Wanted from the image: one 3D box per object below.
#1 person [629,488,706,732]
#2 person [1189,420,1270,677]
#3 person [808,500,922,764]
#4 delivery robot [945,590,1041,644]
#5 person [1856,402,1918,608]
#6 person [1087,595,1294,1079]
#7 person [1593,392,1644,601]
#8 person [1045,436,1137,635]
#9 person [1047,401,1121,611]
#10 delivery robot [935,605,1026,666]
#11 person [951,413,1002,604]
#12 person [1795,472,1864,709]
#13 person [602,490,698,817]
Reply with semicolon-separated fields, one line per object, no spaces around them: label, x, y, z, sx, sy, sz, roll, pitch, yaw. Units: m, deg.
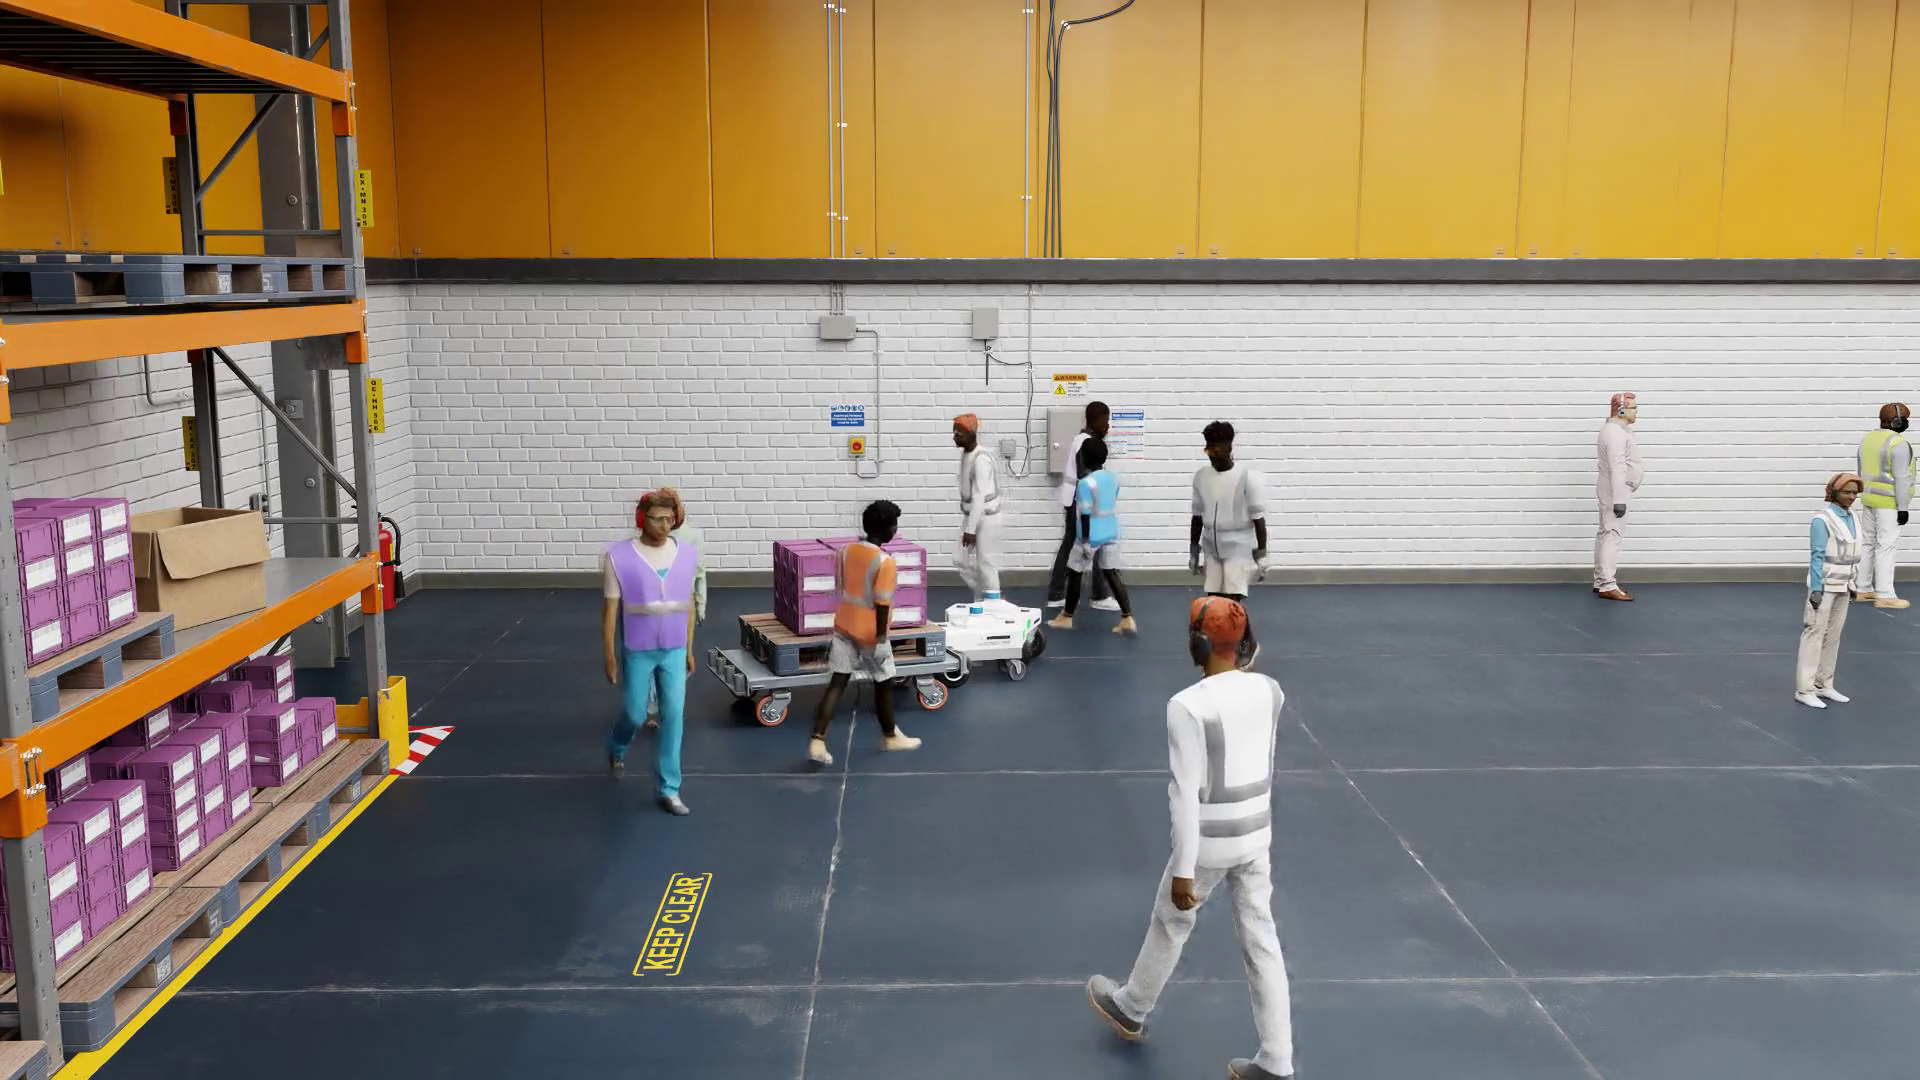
person;-1.931;0.457;10.983;0.511;1.583;0.855;-2;9;-9
person;1.969;0.078;12.245;0.665;1.940;0.477;8;12;41
person;-0.614;0.567;10.180;0.851;1.644;0.587;-8;12;-40
delivery robot;0.251;0.631;12.813;0.707;0.478;0.477;3;10;17
person;8.346;-0.317;14.978;0.429;1.845;0.621;-1;9;-4
person;0.917;1.108;6.261;0.605;1.829;0.979;-7;11;-35
person;6.067;-0.407;15.330;0.409;1.909;0.639;2;10;14
person;1.136;-0.036;13.809;0.533;1.658;0.822;-9;13;-44
person;1.154;-0.293;14.740;0.797;1.869;0.660;0;9;2
delivery robot;0.122;0.720;12.267;0.707;0.478;0.477;-2;9;-15
person;0.176;-0.154;13.953;0.570;1.843;0.596;-4;10;-23
person;6.059;0.343;11.556;0.520;1.636;0.312;-6;11;-33
person;-1.763;0.604;9.414;0.569;1.819;0.748;-6;11;-33
